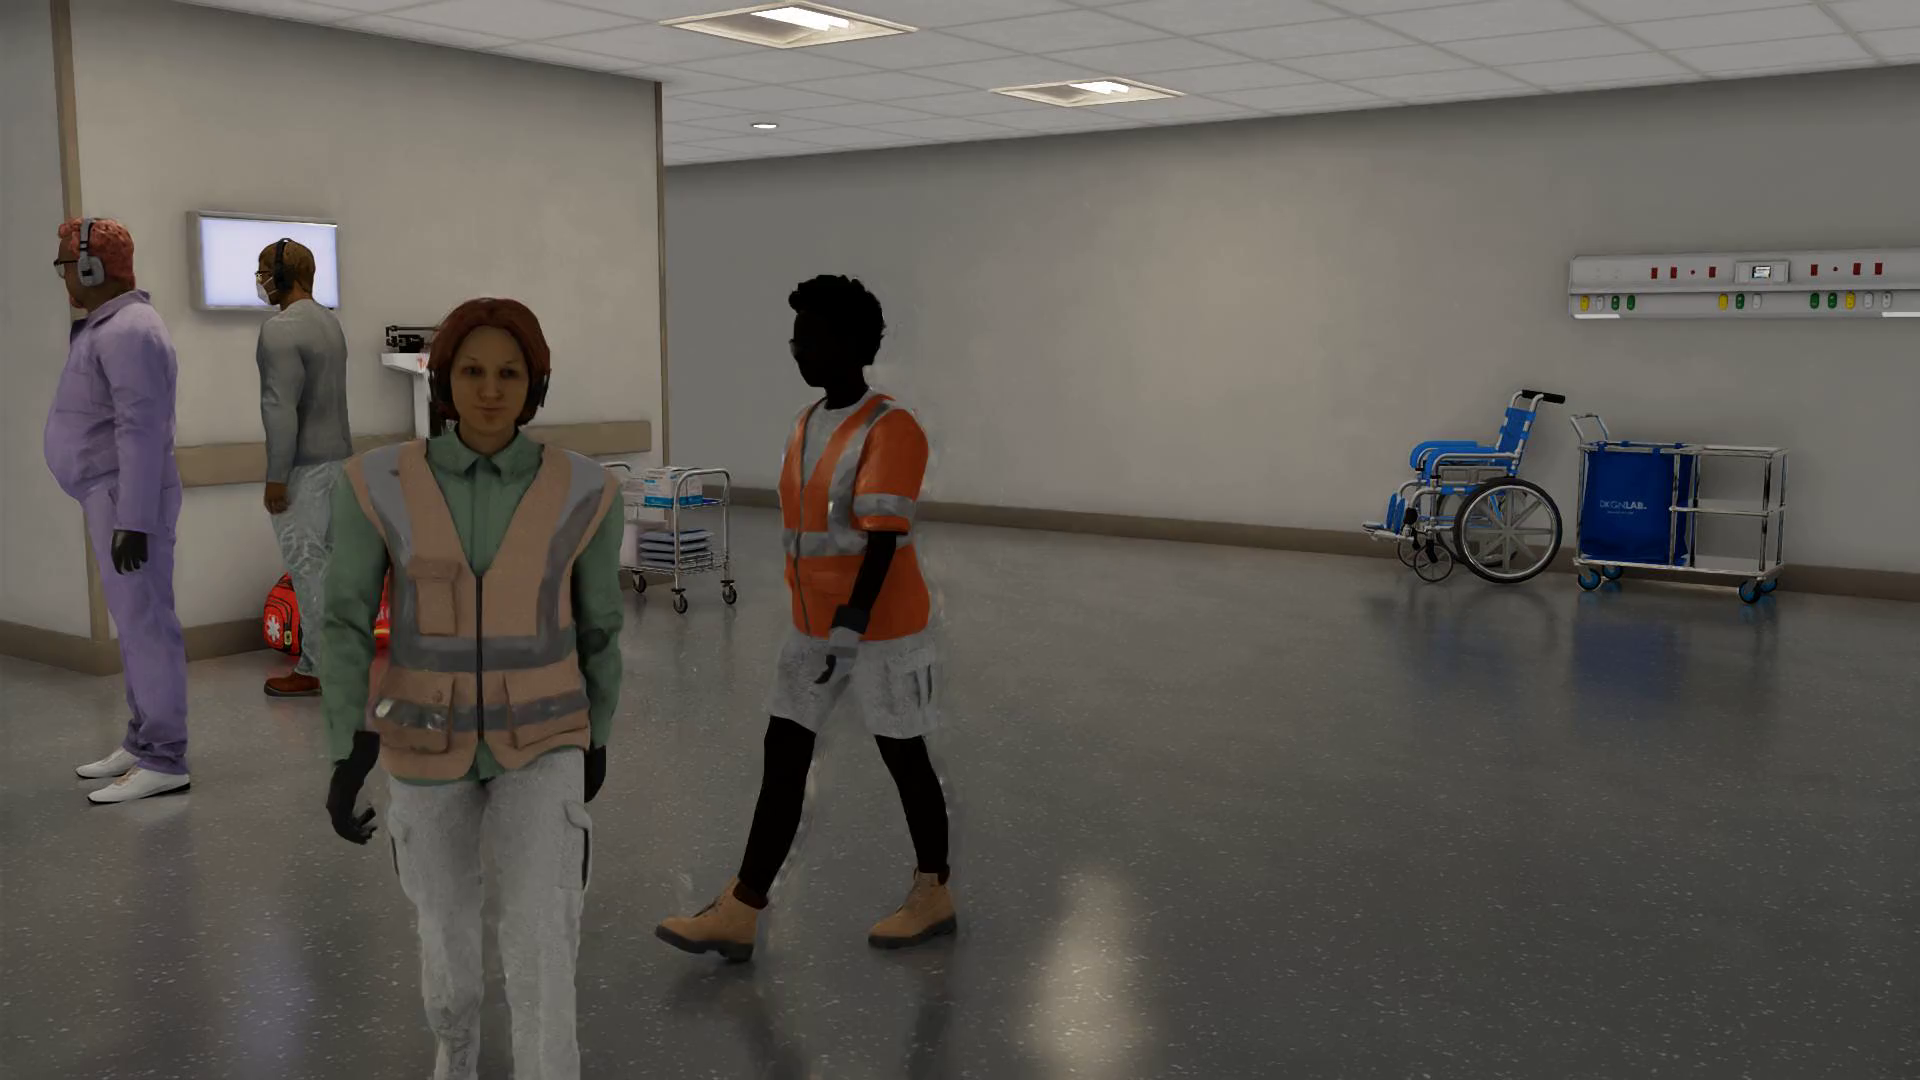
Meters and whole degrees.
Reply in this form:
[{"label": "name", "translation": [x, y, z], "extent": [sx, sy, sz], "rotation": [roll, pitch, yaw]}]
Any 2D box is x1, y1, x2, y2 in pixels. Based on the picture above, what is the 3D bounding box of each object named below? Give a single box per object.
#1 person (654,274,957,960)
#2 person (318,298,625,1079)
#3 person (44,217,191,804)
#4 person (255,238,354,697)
[{"label": "person", "translation": [-0.330, 0.202, 4.000], "extent": [0.765, 1.660, 0.545], "rotation": [-6, 9, -38]}, {"label": "person", "translation": [-0.854, 0.365, 2.998], "extent": [0.506, 1.595, 0.868], "rotation": [-2, 7, -12]}, {"label": "person", "translation": [-2.780, -0.097, 5.486], "extent": [0.401, 1.904, 0.641], "rotation": [-4, 8, -29]}, {"label": "person", "translation": [-2.769, -0.302, 7.053], "extent": [0.367, 1.932, 0.623], "rotation": [0, 7, -2]}]
